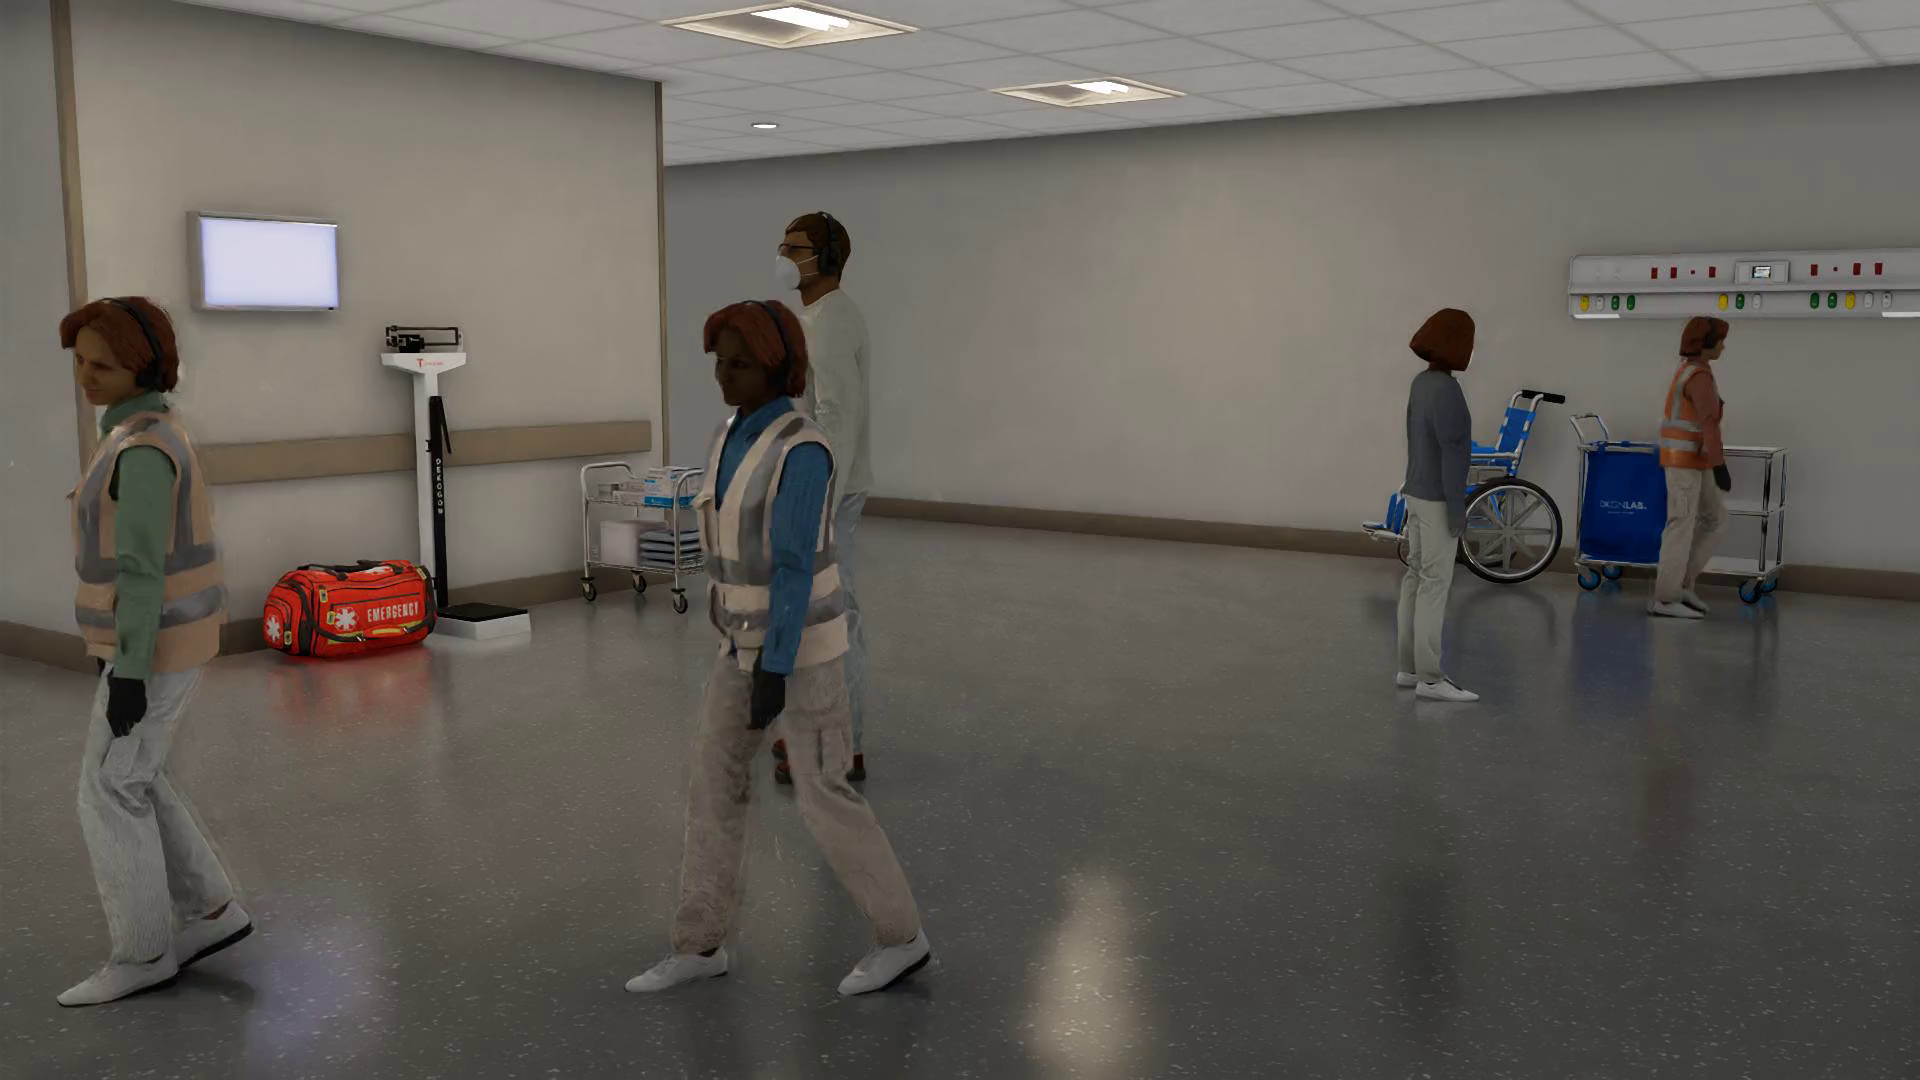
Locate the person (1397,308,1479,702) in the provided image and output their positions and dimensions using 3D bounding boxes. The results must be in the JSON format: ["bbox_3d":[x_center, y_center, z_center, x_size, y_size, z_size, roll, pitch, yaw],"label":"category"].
[{"bbox_3d":[2.008,-0.149,6.975,0.282,1.633,0.499,0,7,-2],"label":"person"}]

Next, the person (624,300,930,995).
[{"bbox_3d":[-0.419,0.262,3.828,0.581,1.619,0.552,-4,8,-32],"label":"person"}]

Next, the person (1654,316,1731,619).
[{"bbox_3d":[3.937,-0.378,8.889,0.413,1.620,0.562,3,8,23],"label":"person"}]

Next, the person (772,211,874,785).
[{"bbox_3d":[-0.477,-0.142,5.699,0.362,1.939,0.635,-1,7,-6],"label":"person"}]

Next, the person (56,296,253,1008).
[{"bbox_3d":[-1.867,0.258,3.759,0.380,1.608,0.552,-3,8,-23],"label":"person"}]
